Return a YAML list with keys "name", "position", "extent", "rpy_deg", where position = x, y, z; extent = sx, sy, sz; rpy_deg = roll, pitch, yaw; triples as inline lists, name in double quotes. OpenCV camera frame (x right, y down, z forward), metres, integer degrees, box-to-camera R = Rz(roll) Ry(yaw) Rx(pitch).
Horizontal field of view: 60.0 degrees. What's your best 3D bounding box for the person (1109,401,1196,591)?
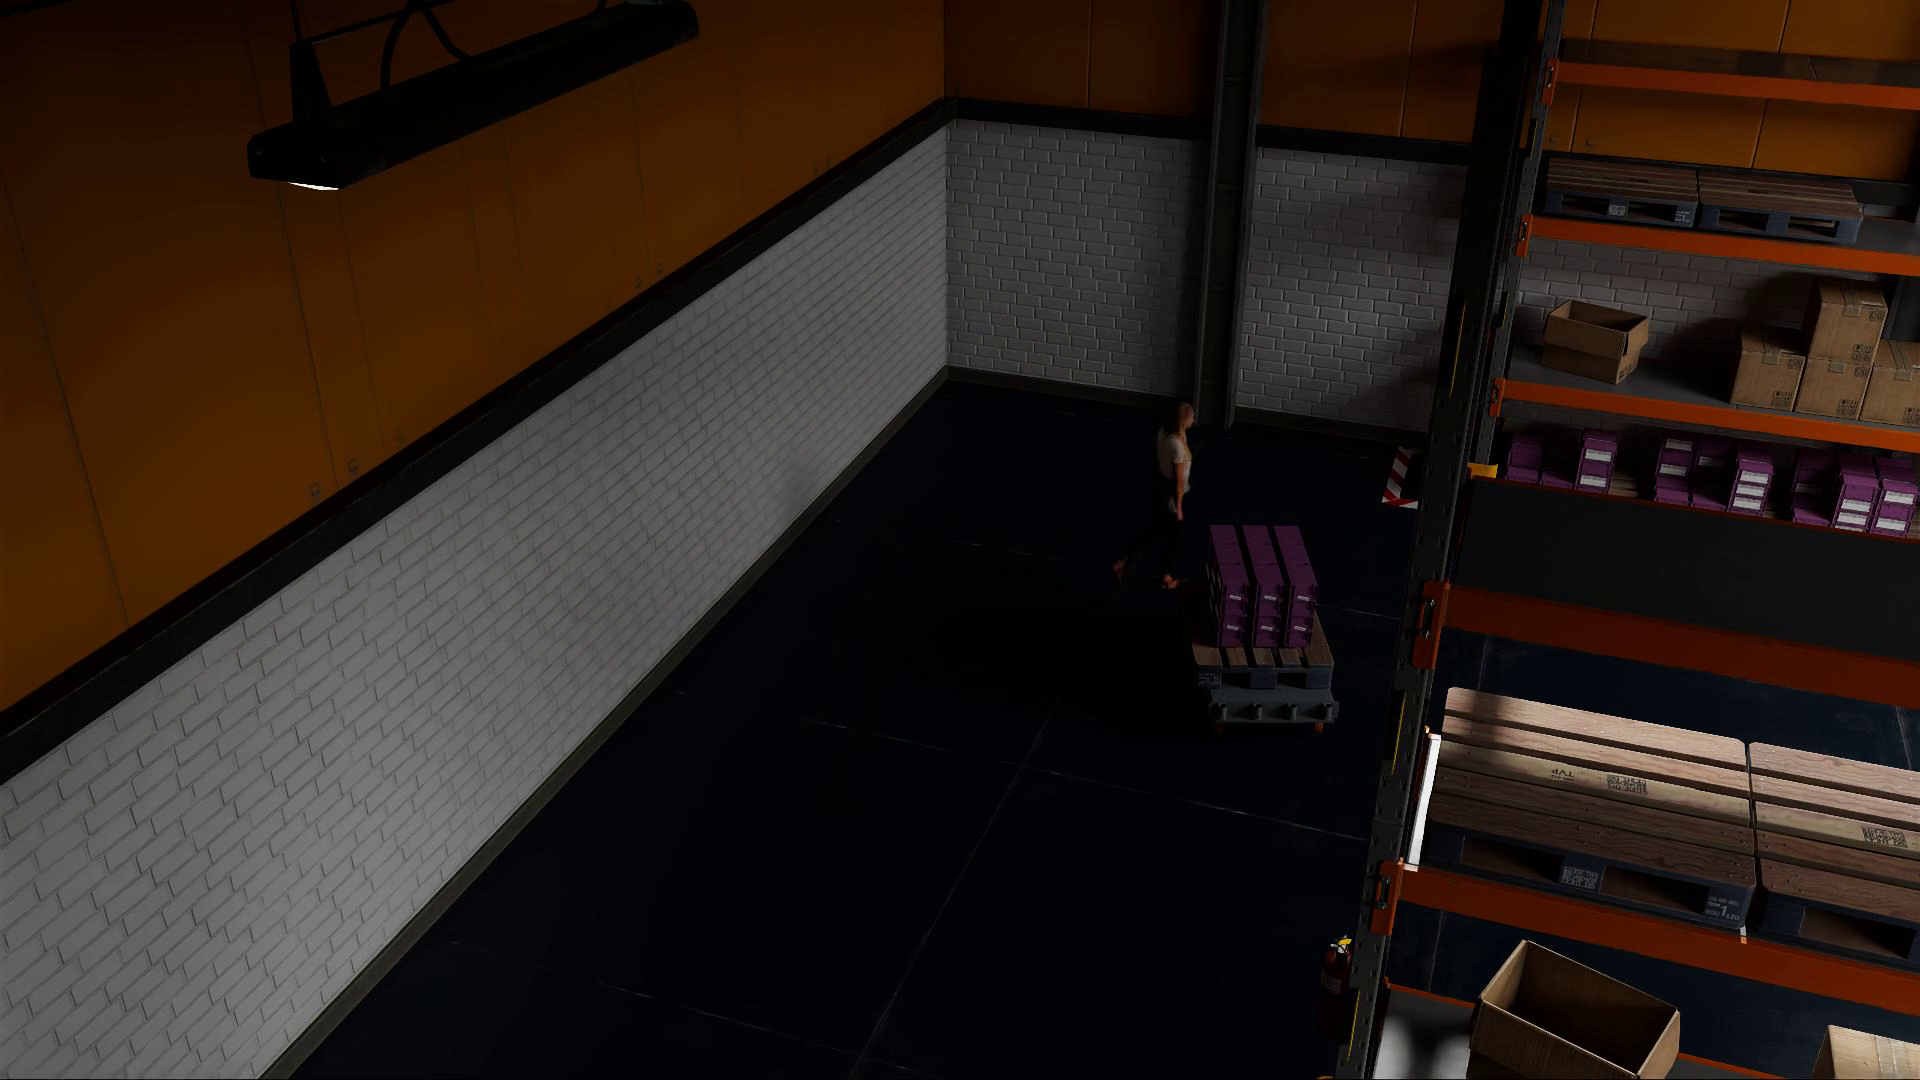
- name: "person"
  position: [1.620, -0.302, 13.599]
  extent: [1.058, 1.797, 0.960]
  rpy_deg: [-11, 30, -19]
